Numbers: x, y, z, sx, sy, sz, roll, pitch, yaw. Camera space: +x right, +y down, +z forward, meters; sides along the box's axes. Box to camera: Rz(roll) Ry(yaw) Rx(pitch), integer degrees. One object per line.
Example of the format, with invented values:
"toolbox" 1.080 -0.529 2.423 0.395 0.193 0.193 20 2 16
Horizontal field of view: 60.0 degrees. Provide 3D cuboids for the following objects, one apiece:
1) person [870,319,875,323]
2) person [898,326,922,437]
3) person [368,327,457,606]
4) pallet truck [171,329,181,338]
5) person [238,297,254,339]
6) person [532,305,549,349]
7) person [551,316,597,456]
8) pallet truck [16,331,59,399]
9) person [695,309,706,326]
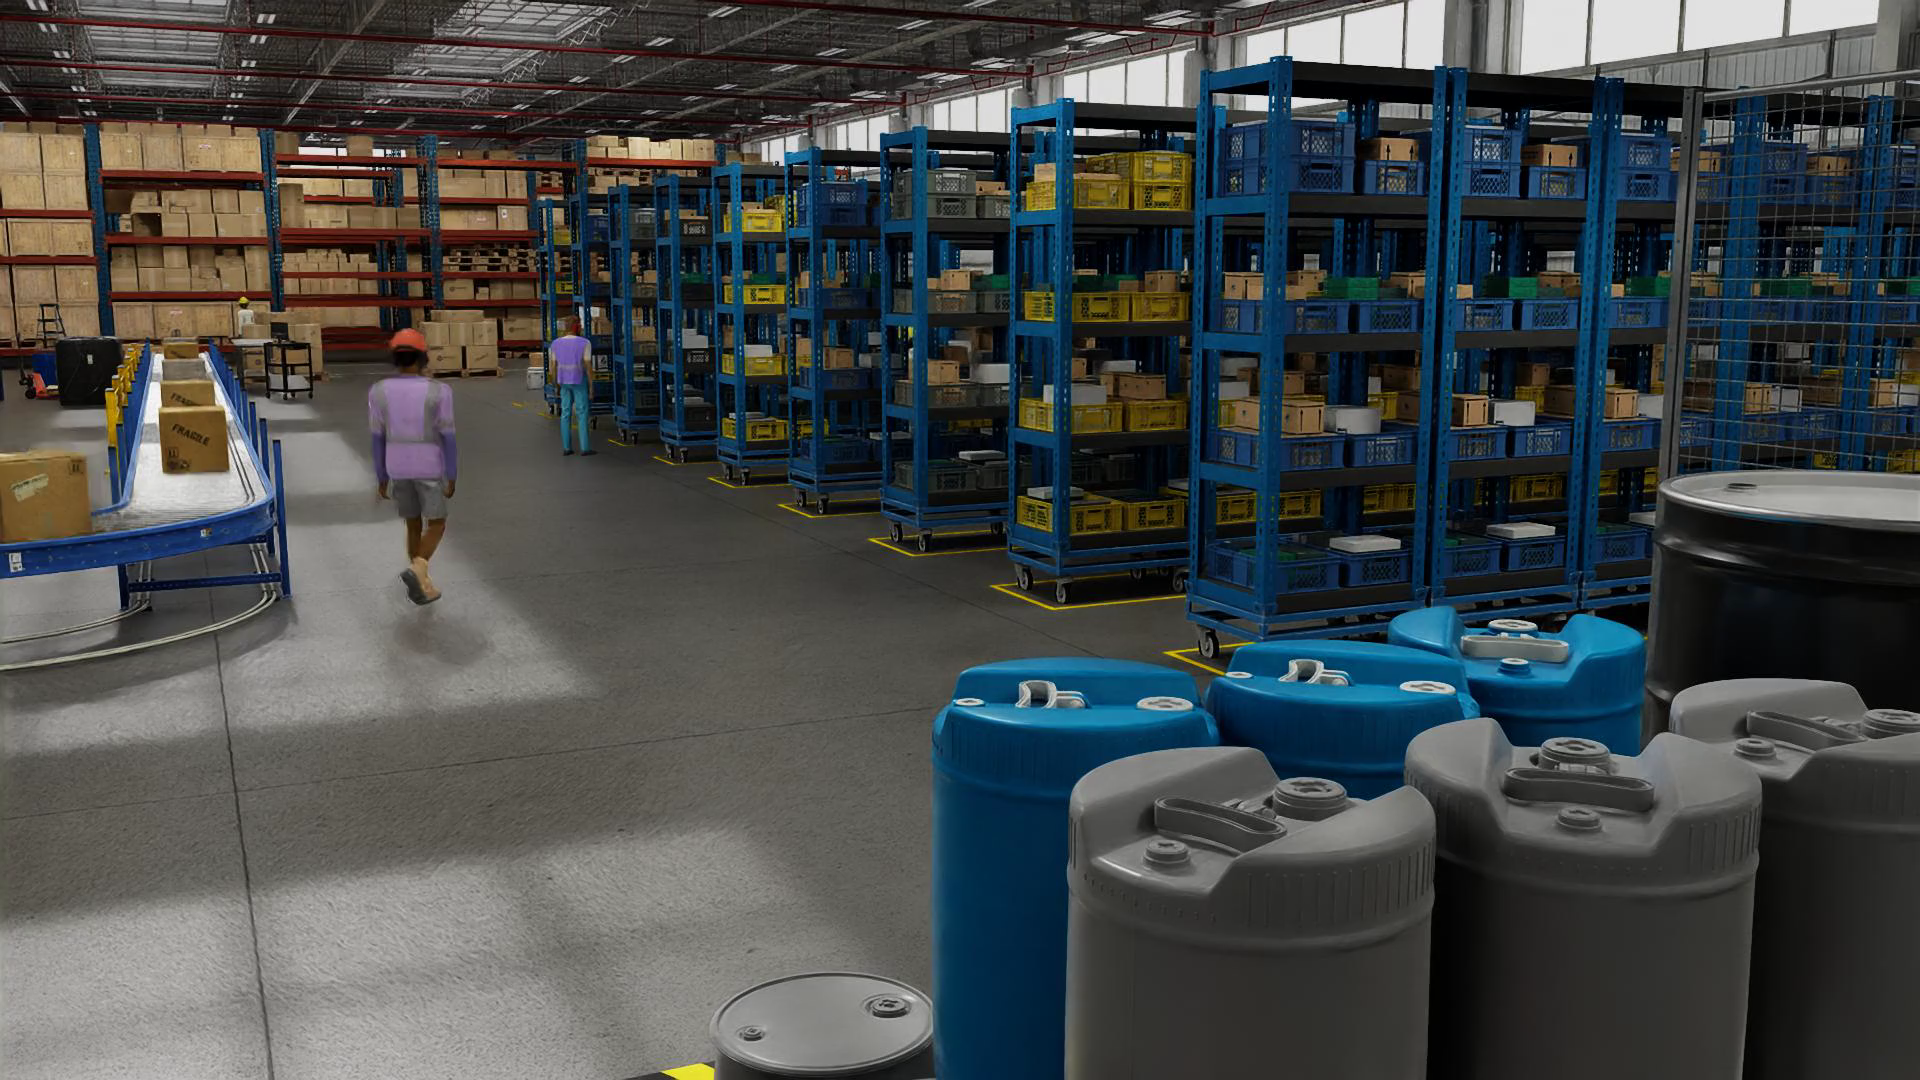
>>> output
"person" -2.812 -6.707 51.584 0.542 1.623 0.404 -5 10 -28
"person" -0.583 -1.593 19.220 0.403 1.828 0.596 2 9 14
"person" -3.899 -0.497 11.837 0.606 2.021 0.722 0 9 0
"pallet truck" -17.275 -3.851 35.096 1.601 1.201 0.680 0 9 1
"person" -18.270 -5.324 42.555 0.299 1.772 0.533 3 10 15
"person" -12.628 -6.641 50.177 0.615 1.945 0.406 2 9 12
"person" -5.076 -2.015 21.813 0.563 1.839 0.393 2 9 13
"pallet truck" -17.082 -3.353 31.781 1.630 1.274 0.653 -4 10 -25
"person" -6.803 -5.539 43.351 0.504 1.944 0.734 -3 10 -21
